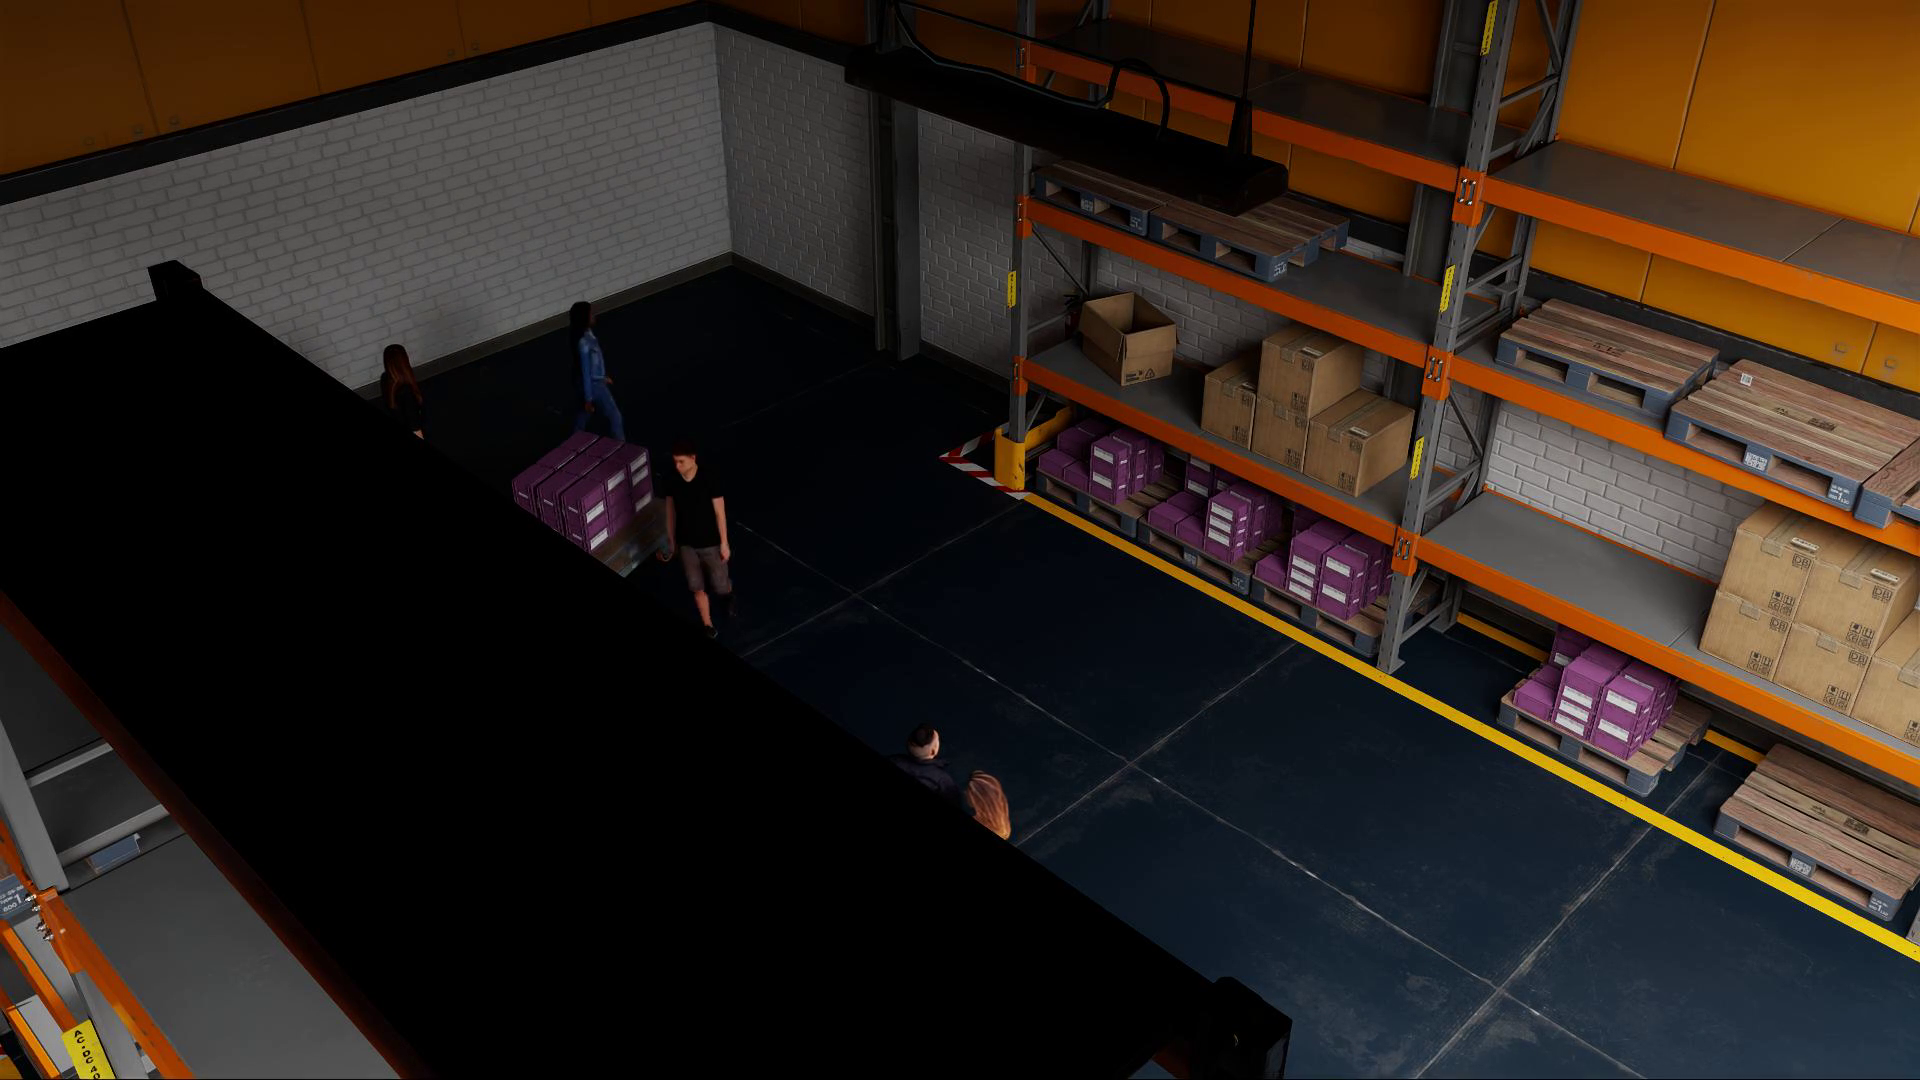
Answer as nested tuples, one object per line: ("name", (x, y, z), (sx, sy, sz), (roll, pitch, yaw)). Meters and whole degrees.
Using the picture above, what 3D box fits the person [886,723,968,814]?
("person", (-0.215, 1.820, 10.178), (0.728, 1.861, 0.890), (18, 38, 25))

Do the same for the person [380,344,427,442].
("person", (-4.809, -0.919, 14.431), (0.667, 1.715, 0.475), (-25, 41, -33))

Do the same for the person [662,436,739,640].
("person", (-1.989, -0.043, 12.997), (0.982, 1.844, 1.003), (6, 34, 9))

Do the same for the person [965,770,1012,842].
("person", (0.143, 2.064, 9.928), (0.680, 1.733, 0.674), (11, 35, 16))

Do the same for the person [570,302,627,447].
("person", (-3.459, -1.356, 15.114), (0.916, 1.686, 0.990), (-14, 36, -19))
